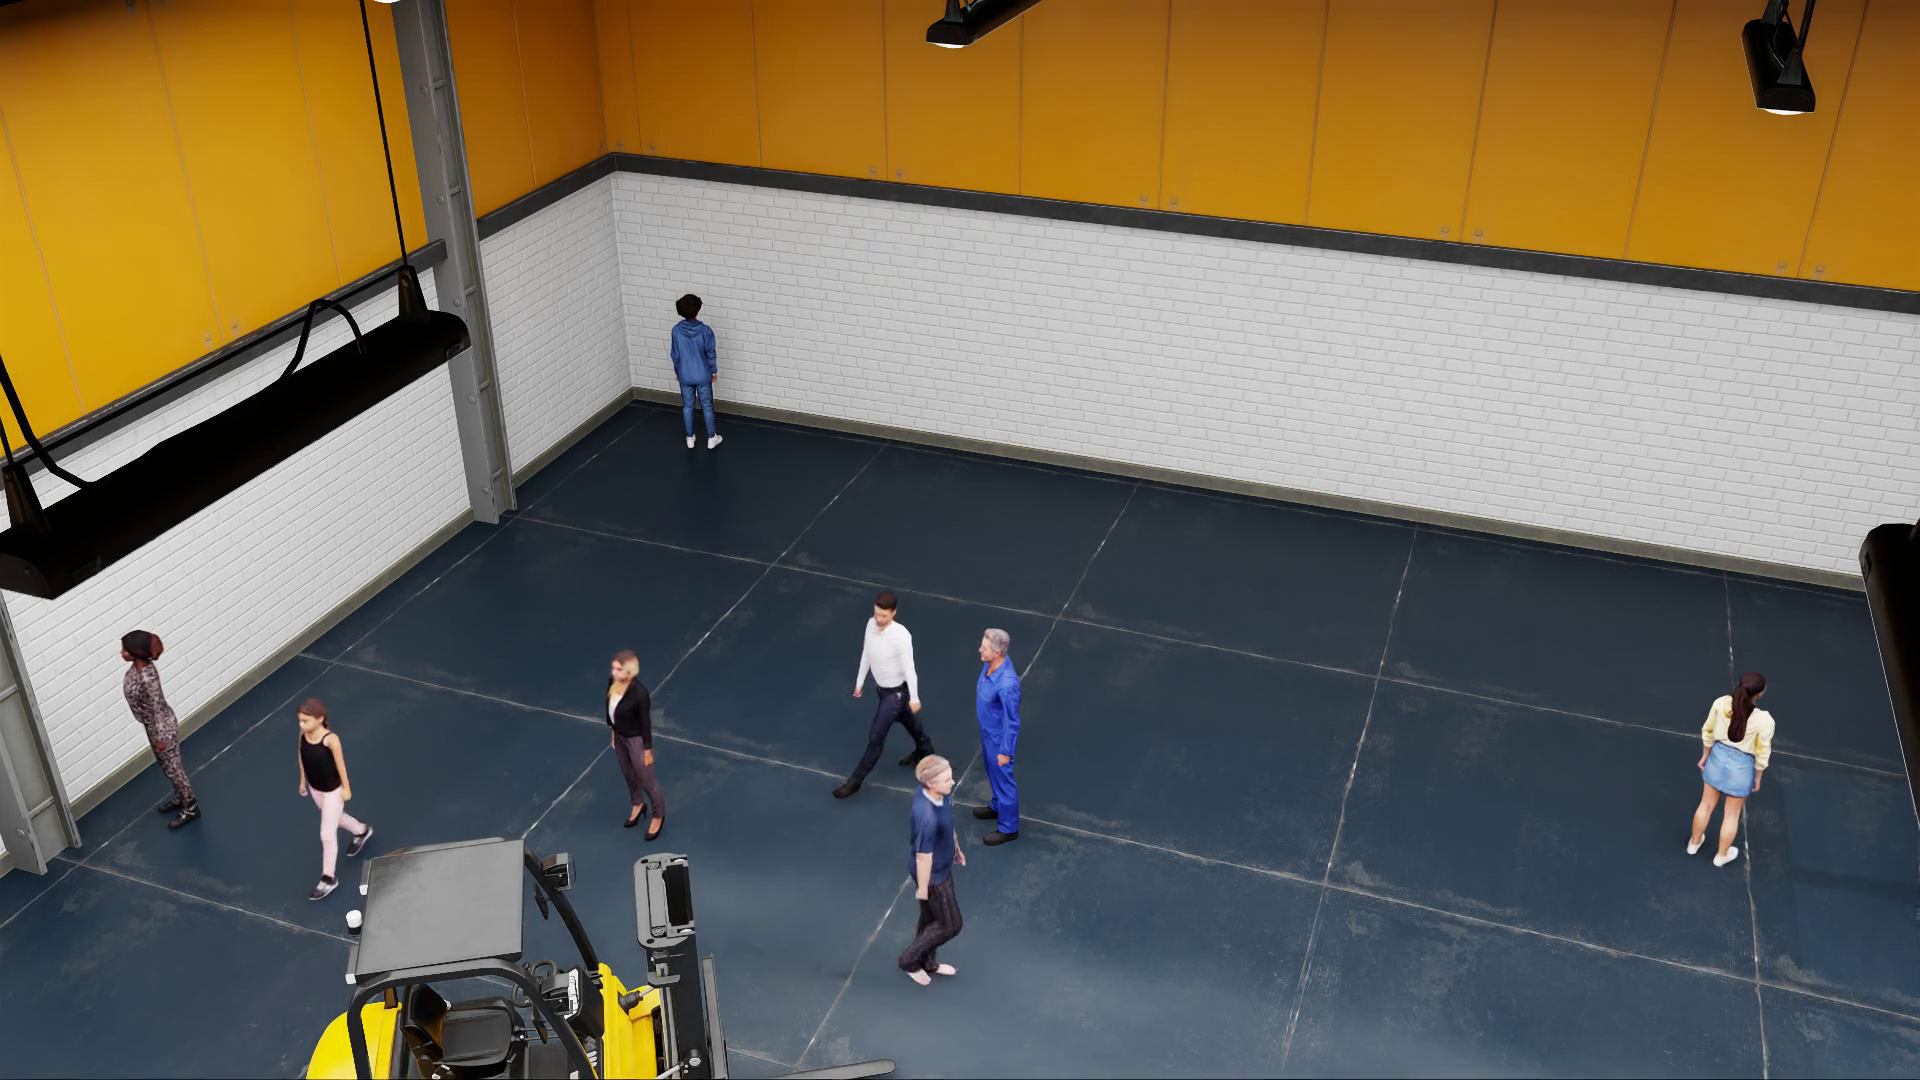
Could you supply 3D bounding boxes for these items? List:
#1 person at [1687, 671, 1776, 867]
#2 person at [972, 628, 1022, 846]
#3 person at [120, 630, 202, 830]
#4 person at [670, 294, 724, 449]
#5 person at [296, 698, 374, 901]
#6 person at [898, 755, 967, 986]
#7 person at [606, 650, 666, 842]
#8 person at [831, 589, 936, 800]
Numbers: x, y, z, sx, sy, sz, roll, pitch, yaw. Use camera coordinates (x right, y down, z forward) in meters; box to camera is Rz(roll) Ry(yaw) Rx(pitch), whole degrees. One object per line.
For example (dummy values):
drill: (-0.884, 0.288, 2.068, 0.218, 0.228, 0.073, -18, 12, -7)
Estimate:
person: (5.742, 1.686, 12.398, 0.716, 1.630, 0.686, 25, 37, 38)
person: (0.297, 1.464, 12.601, 0.862, 1.827, 0.717, -6, 29, -11)
person: (-6.148, 1.432, 12.777, 0.722, 1.713, 0.679, -18, 33, -29)
person: (-2.995, -1.908, 18.799, 0.718, 1.810, 0.633, 3, 29, 6)
person: (-4.633, 1.802, 12.289, 0.594, 1.531, 1.017, 14, 32, 24)
person: (-0.268, 2.213, 11.196, 0.816, 1.857, 0.717, 3, 29, 5)
person: (-2.465, 1.539, 12.628, 0.670, 1.668, 0.664, 24, 37, 37)
person: (-0.469, 1.157, 13.181, 1.326, 1.810, 1.161, -16, 33, -27)
